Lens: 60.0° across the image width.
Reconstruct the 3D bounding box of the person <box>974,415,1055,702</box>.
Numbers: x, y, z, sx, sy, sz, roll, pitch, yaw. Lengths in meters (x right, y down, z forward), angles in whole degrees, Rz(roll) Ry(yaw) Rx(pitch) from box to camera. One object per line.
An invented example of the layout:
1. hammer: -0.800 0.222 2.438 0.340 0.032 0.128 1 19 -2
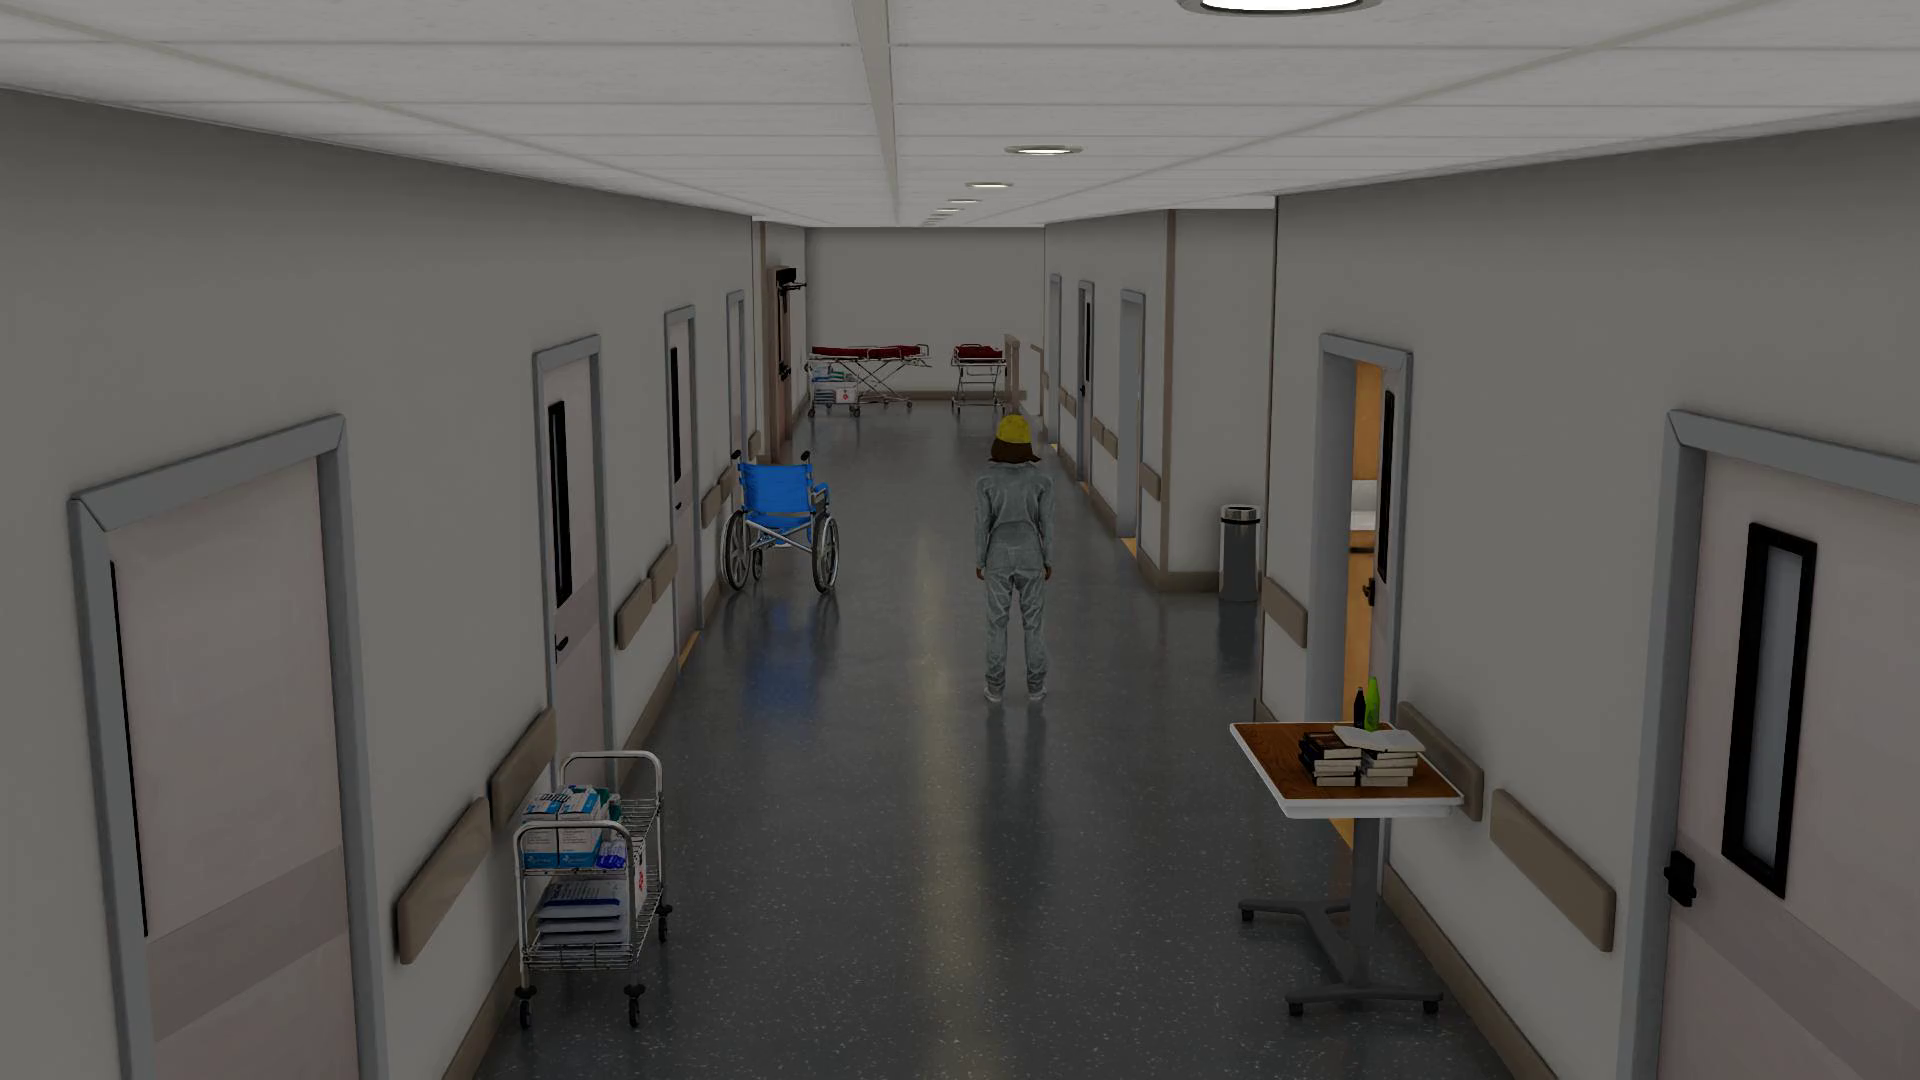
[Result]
1. person: 0.327 0.113 10.051 0.489 1.746 0.284 0 10 -2
